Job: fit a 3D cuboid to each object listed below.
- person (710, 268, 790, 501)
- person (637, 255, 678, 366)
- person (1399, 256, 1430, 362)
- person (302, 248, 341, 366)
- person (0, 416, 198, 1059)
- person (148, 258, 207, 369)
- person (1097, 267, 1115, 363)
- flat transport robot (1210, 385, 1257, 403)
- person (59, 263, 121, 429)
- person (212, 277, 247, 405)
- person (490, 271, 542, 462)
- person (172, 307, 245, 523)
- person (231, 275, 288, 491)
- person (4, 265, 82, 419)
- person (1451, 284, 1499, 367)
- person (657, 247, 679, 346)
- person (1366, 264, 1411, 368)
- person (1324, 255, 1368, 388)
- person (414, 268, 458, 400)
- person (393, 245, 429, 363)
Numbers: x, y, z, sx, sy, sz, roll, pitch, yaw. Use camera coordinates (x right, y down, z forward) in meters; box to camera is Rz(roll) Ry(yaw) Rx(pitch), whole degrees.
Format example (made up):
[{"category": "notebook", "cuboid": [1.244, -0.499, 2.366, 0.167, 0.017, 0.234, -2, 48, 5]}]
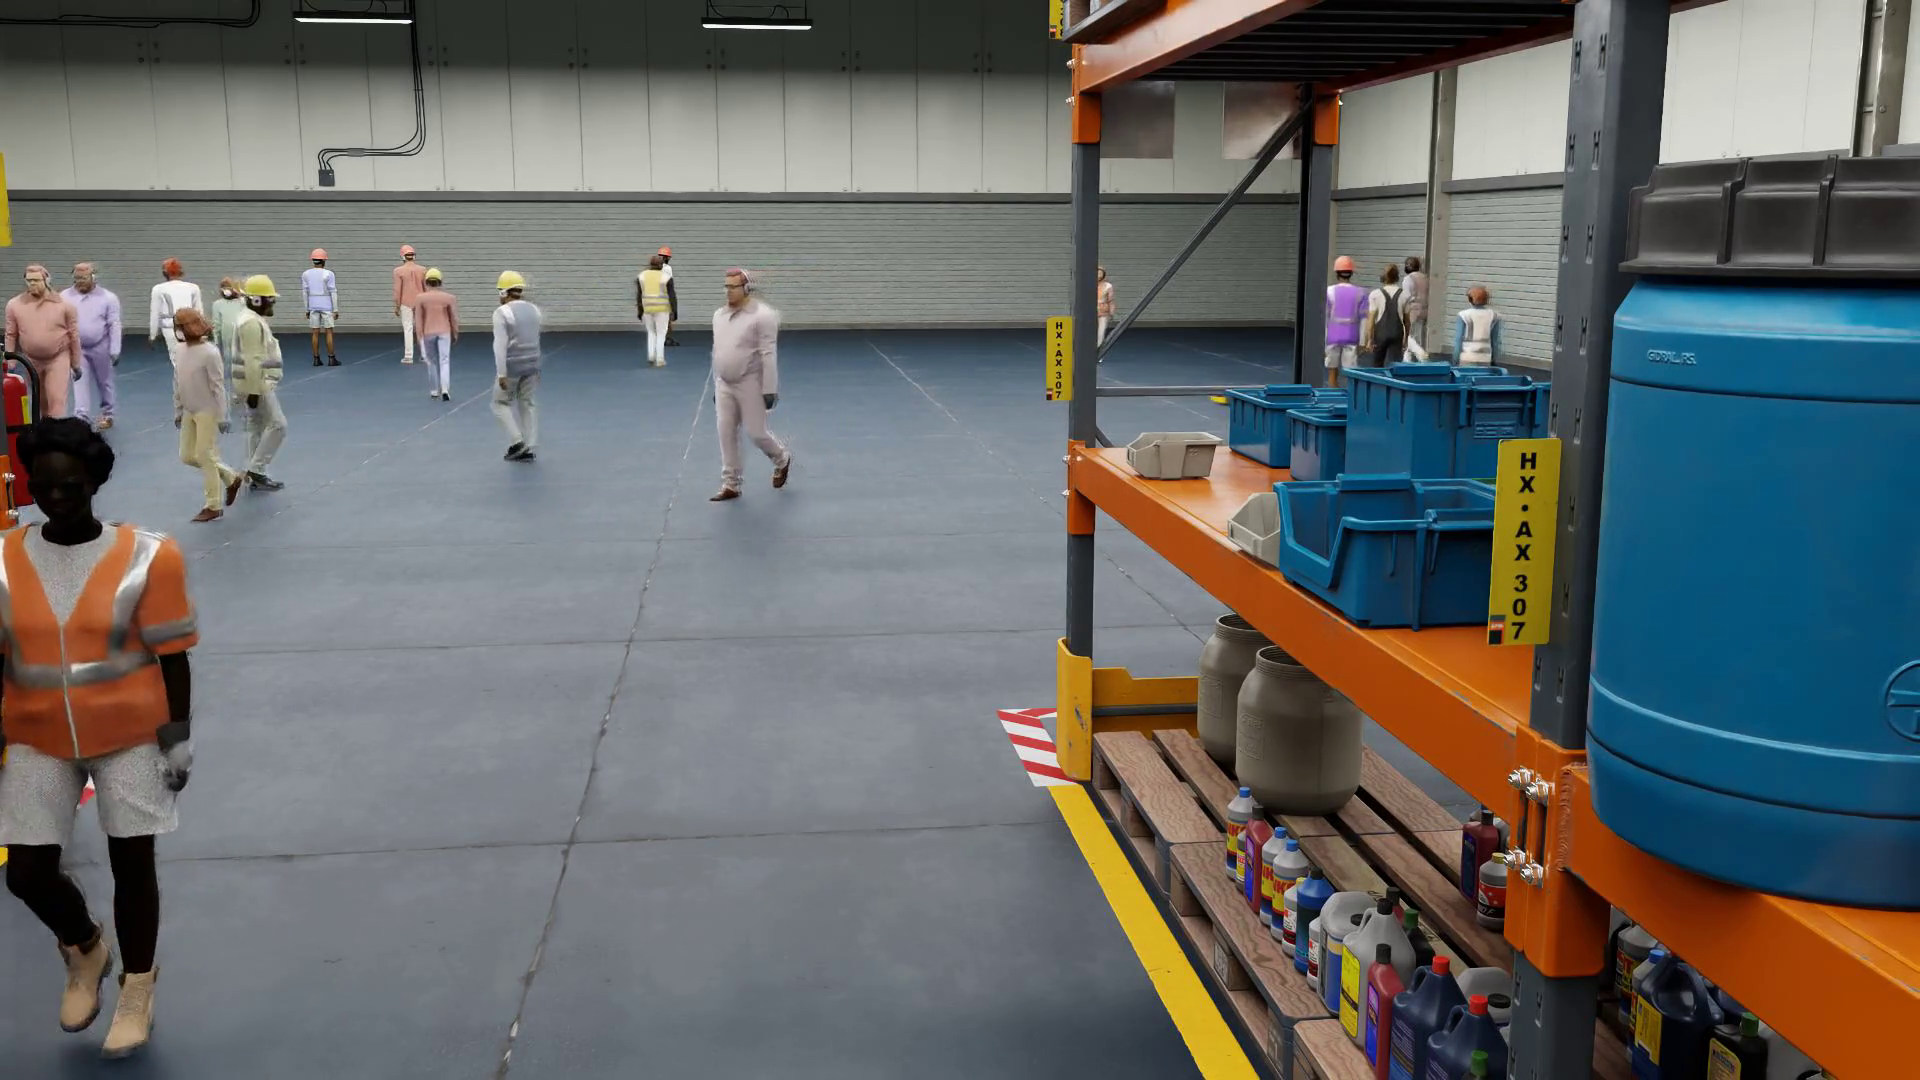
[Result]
[{"category": "person", "cuboid": [-1.735, -1.273, 13.596, 0.652, 1.888, 0.735, 6, 12, 31]}, {"category": "person", "cuboid": [-4.987, -3.796, 27.567, 0.665, 1.827, 0.550, 2, 11, 11]}, {"category": "person", "cuboid": [7.214, -3.583, 26.421, 0.601, 1.823, 0.633, 10, 14, 43]}, {"category": "person", "cuboid": [-10.554, -3.840, 27.509, 0.551, 1.935, 0.371, 0, 10, 2]}, {"category": "person", "cuboid": [-2.246, 0.517, 4.288, 0.554, 1.683, 0.369, -3, 11, -14]}, {"category": "person", "cuboid": [-9.650, -2.515, 20.447, 0.721, 1.859, 0.606, 8, 13, 37]}, {"category": "person", "cuboid": [2.334, -3.777, 27.999, 0.545, 1.617, 0.633, 1, 10, 4]}, {"category": "flat transport robot", "cuboid": [3.848, -1.798, 20.883, 0.652, 0.197, 1.431, -6, 12, -29]}, {"category": "person", "cuboid": [-9.523, -2.093, 18.207, 0.650, 1.848, 1.038, -3, 11, -17]}, {"category": "person", "cuboid": [-9.230, -2.531, 21.172, 0.529, 1.621, 0.371, -1, 10, -7]}, {"category": "person", "cuboid": [-4.192, -1.626, 15.704, 0.427, 1.812, 0.597, 7, 13, 34]}, {"category": "person", "cuboid": [-5.686, -0.957, 12.572, 0.514, 1.610, 0.481, 6, 12, 30]}, {"category": "person", "cuboid": [-5.848, -1.298, 13.905, 0.431, 1.814, 0.610, -5, 11, -24]}, {"category": "person", "cuboid": [-9.023, -1.779, 16.414, 0.654, 1.871, 0.951, -3, 11, -15]}, {"category": "person", "cuboid": [5.546, -1.929, 17.867, 0.531, 1.622, 0.458, -2, 11, -13]}, {"category": "person", "cuboid": [-5.769, -4.755, 32.535, 0.543, 1.933, 0.363, 8, 13, 39]}, {"category": "person", "cuboid": [5.196, -2.444, 20.240, 0.537, 1.788, 0.987, 1, 10, 4]}, {"category": "person", "cuboid": [4.450, -2.339, 19.331, 0.547, 1.921, 0.623, 0, 10, 0]}, {"category": "person", "cuboid": [-6.883, -2.709, 21.898, 0.537, 1.723, 0.894, -4, 11, -20]}, {"category": "person", "cuboid": [-9.302, -3.997, 28.218, 0.609, 1.993, 0.382, -9, 14, -41]}]
